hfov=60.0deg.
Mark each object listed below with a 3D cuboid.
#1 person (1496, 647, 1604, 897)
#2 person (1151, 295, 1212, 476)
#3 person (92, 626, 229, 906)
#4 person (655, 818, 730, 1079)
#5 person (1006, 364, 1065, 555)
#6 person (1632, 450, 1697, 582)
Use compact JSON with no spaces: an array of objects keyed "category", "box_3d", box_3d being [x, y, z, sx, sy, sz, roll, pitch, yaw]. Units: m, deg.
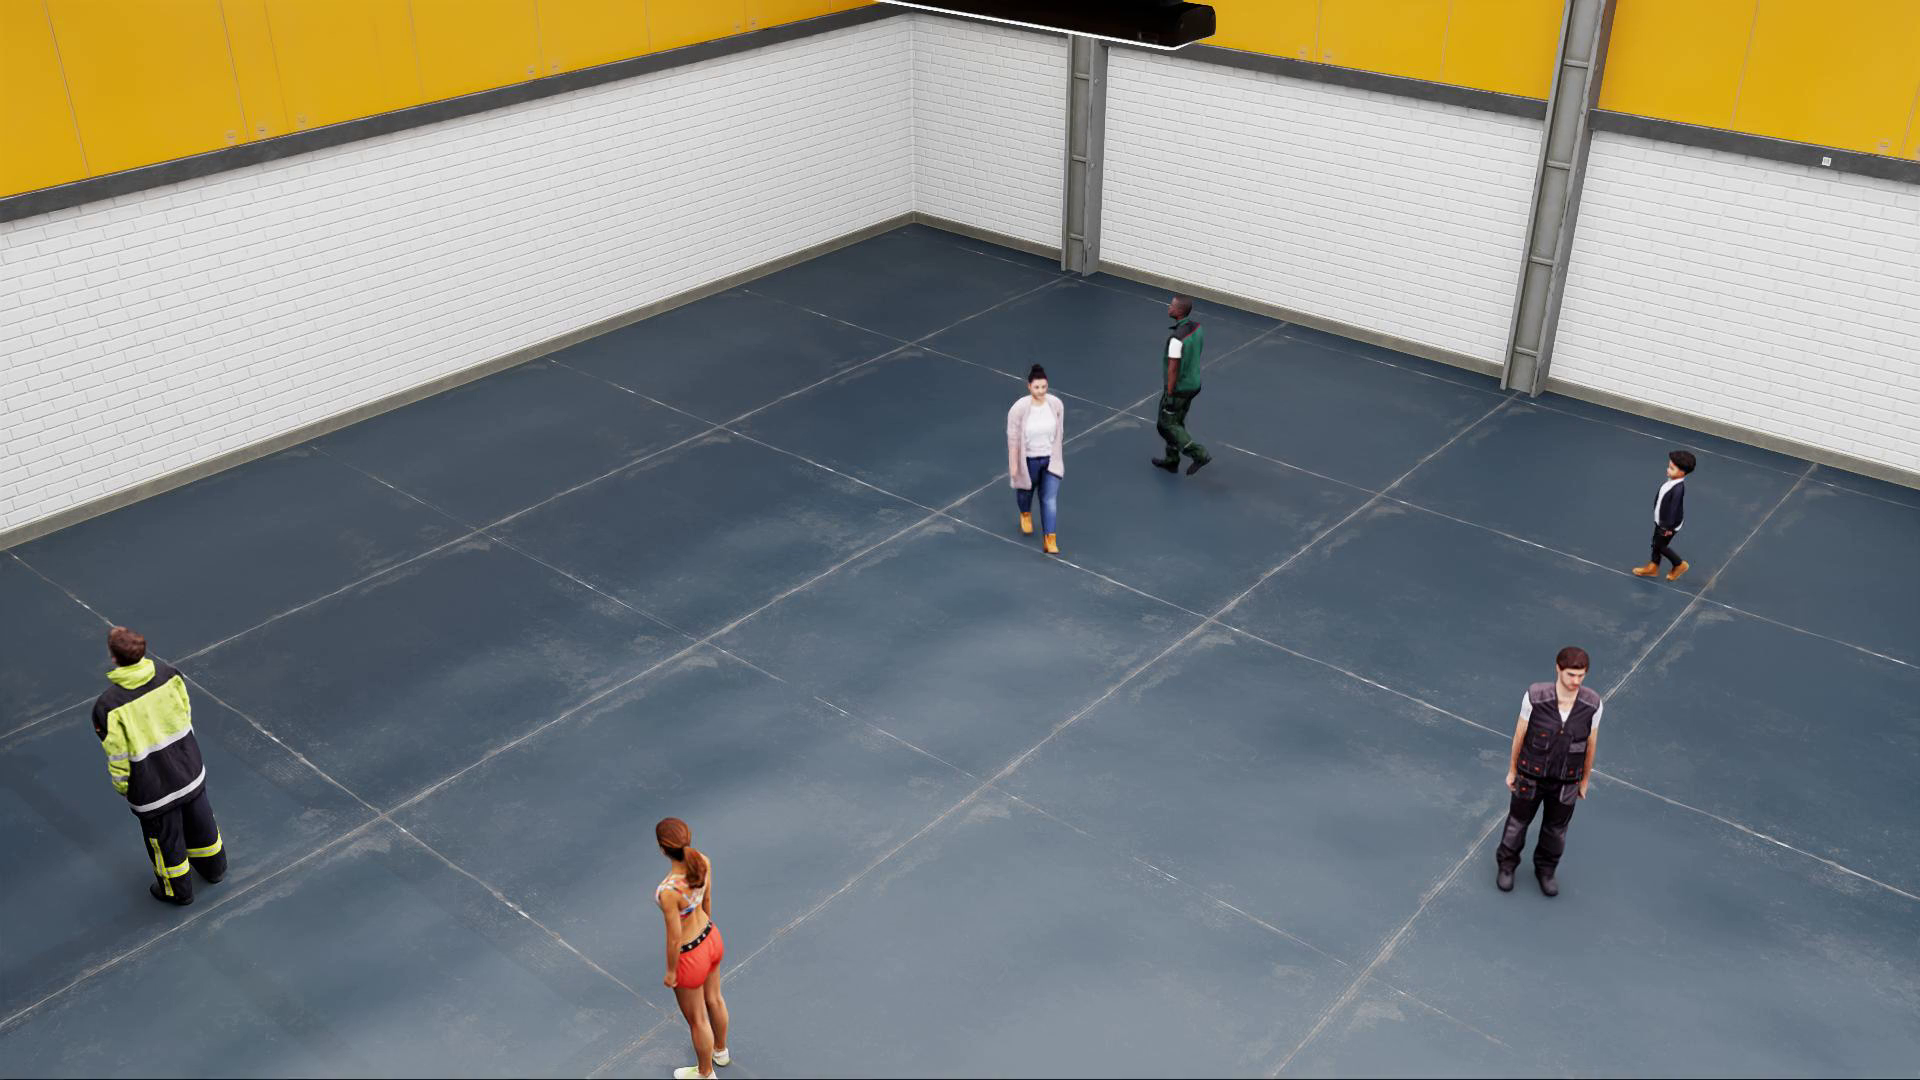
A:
[{"category":"person","box_3d":[3.728,1.457,10.537,0.700,1.843,0.812,6,29,10]},{"category":"person","box_3d":[2.175,-1.435,15.857,0.925,1.827,0.738,18,33,29]},{"category":"person","box_3d":[-5.059,1.407,10.480,0.707,1.987,0.811,15,32,26]},{"category":"person","box_3d":[-1.454,2.267,9.112,0.609,1.788,0.622,13,31,22]},{"category":"person","box_3d":[0.646,-0.759,14.758,1.094,1.693,1.199,-5,29,-10]},{"category":"person","box_3d":[6.115,-0.197,14.226,0.745,1.214,0.645,7,29,12]}]
